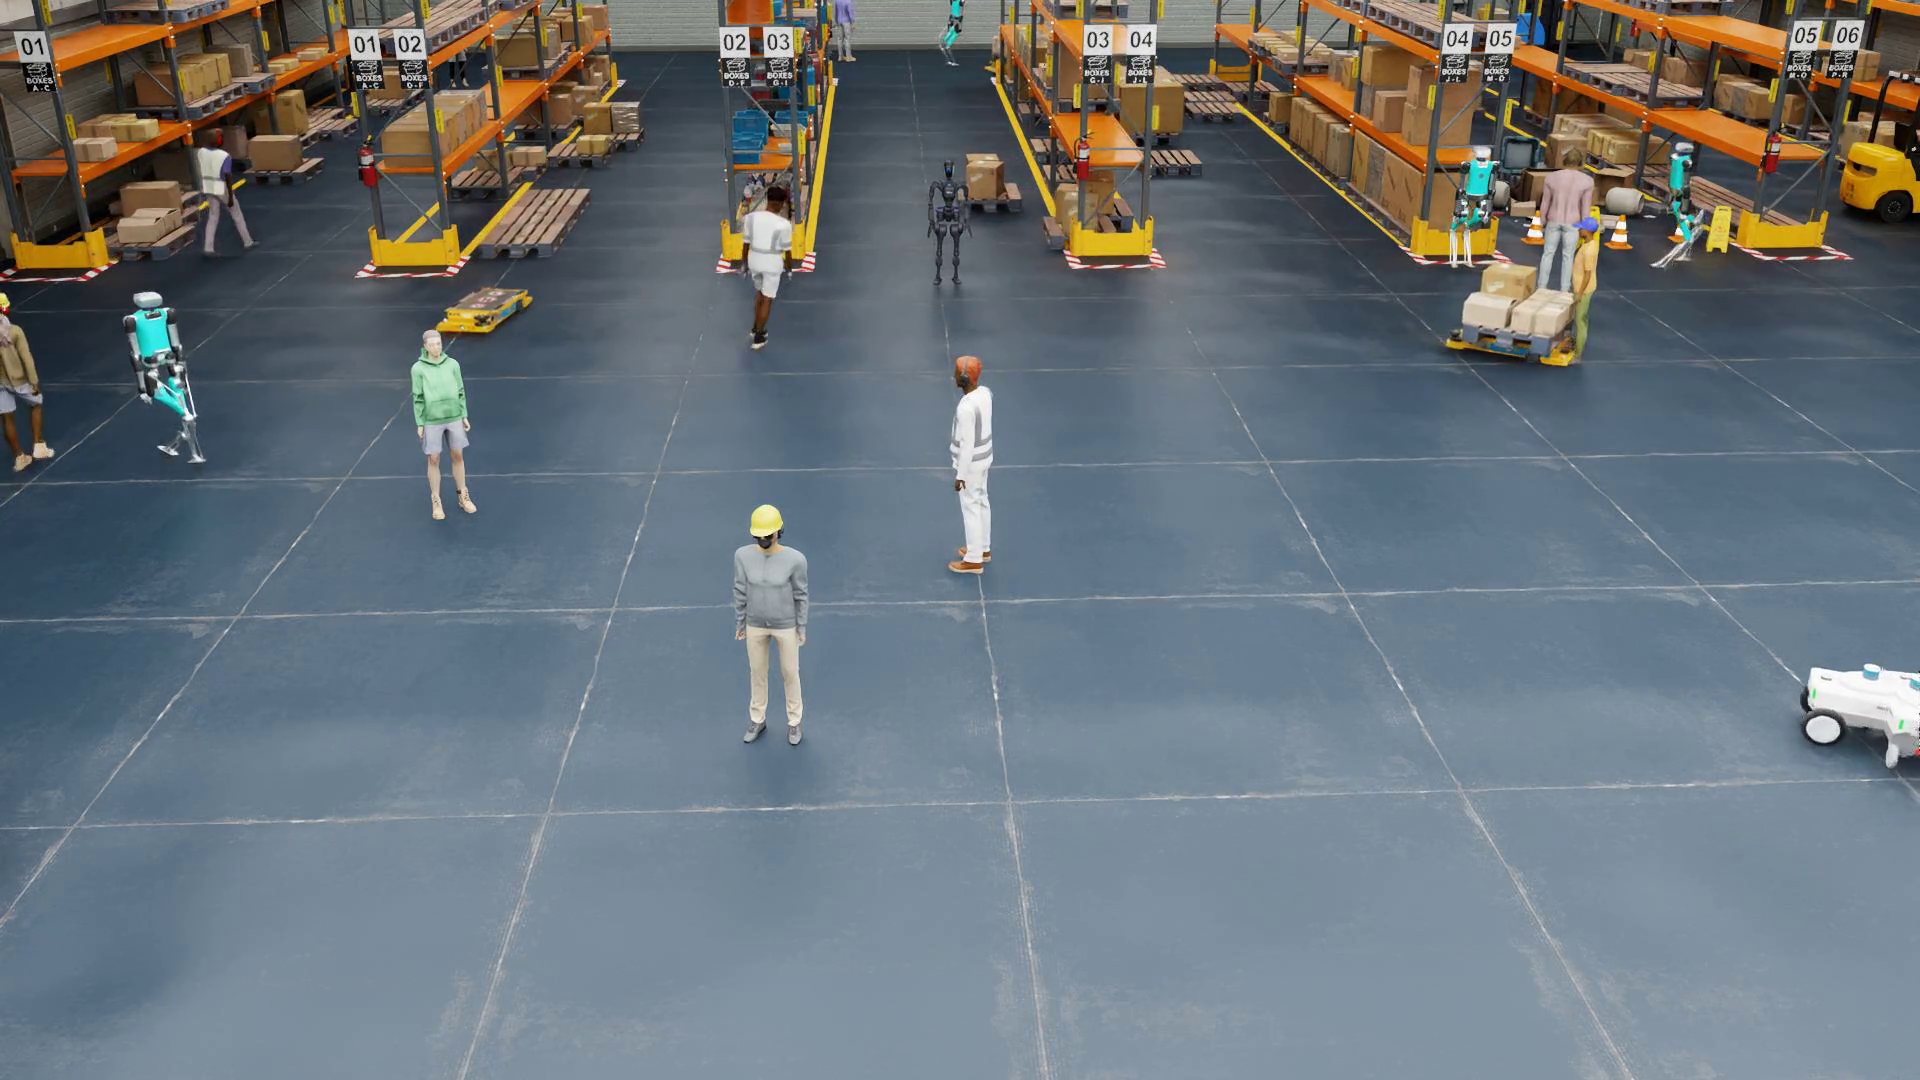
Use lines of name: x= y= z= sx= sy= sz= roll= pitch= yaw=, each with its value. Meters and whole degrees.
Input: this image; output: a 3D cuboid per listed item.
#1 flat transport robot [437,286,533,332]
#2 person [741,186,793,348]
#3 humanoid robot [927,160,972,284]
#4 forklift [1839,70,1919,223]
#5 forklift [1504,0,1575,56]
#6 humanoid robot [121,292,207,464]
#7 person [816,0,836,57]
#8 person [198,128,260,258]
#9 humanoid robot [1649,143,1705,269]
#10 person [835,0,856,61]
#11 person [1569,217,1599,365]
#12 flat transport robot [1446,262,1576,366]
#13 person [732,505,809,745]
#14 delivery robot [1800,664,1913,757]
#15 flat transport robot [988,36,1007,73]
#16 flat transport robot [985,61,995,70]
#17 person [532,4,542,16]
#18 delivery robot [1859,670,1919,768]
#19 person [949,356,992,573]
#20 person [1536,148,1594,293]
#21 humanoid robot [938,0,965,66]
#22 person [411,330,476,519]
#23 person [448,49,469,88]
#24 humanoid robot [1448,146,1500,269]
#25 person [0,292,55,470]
flat transport robot: x=-5.994 y=-2.917 z=21.026 sx=0.659 sy=0.231 sz=1.431 roll=4 pitch=24 yaw=8
person: x=-2.257 y=-3.248 z=19.732 sx=0.659 sy=1.924 sz=0.642 roll=10 pitch=26 yaw=22
humanoid robot: x=-0.141 y=-4.259 z=22.294 sx=0.599 sy=1.657 sz=0.315 roll=-1 pitch=24 yaw=-2
forklift: x=15.132 y=-6.143 z=25.915 sx=2.313 sy=2.155 sz=1.214 roll=-1 pitch=24 yaw=-2
forklift: x=14.700 y=-13.805 z=42.301 sx=1.873 sy=2.768 sz=1.129 roll=-1 pitch=24 yaw=-2
humanoid robot: x=-7.592 y=-1.494 z=16.086 sx=1.052 sy=1.757 sz=0.554 roll=15 pitch=28 yaw=31
person: x=-3.367 y=-12.996 z=41.875 sx=0.519 sy=1.726 sz=0.843 roll=21 pitch=31 yaw=39
person: x=-10.565 y=-4.957 z=23.732 sx=0.571 sy=1.800 sz=0.949 roll=7 pitch=25 yaw=16
humanoid robot: x=10.081 y=-4.606 z=23.039 sx=0.910 sy=1.768 sz=0.542 roll=-1 pitch=24 yaw=-3
person: x=-2.890 y=-12.896 z=41.569 sx=0.604 sy=1.797 sz=0.376 roll=17 pitch=29 yaw=33
person: x=7.120 y=-2.865 z=19.127 sx=0.359 sy=1.718 sz=0.447 roll=8 pitch=25 yaw=18
flat transport robot: x=6.574 y=-2.334 z=19.717 sx=1.431 sy=0.231 sz=0.659 roll=15 pitch=28 yaw=30
person: x=-1.285 y=0.578 z=11.333 sx=0.522 sy=1.768 sz=0.308 roll=3 pitch=24 yaw=7
delivery robot: x=6.264 y=1.137 z=11.535 sx=0.747 sy=0.570 sz=0.499 roll=10 pitch=26 yaw=22
flat transport robot: x=1.450 y=-11.360 z=39.999 sx=1.431 sy=0.231 sz=0.659 roll=-8 pitch=25 yaw=-17
flat transport robot: x=1.356 y=-11.538 z=40.398 sx=1.431 sy=0.231 sz=0.659 roll=-17 pitch=29 yaw=-34
person: x=-10.379 y=-12.653 z=40.945 sx=0.527 sy=1.860 sz=0.389 roll=22 pitch=32 yaw=40
delivery robot: x=6.517 y=1.196 z=11.410 sx=0.499 sy=0.576 sz=0.757 roll=6 pitch=25 yaw=14
person: x=0.094 y=-0.633 z=13.909 sx=0.337 sy=1.881 sz=0.583 roll=8 pitch=25 yaw=17
person: x=7.884 y=-4.135 z=21.734 sx=0.633 sy=1.932 sz=0.374 roll=11 pitch=26 yaw=24
humanoid robot: x=-0.258 y=-12.532 z=40.746 sx=0.703 sy=1.736 sz=0.540 roll=-14 pitch=27 yaw=-28
person: x=-4.684 y=-1.057 z=15.037 sx=0.472 sy=1.743 sz=0.348 roll=-14 pitch=28 yaw=-29
person: x=-11.437 y=-11.131 z=37.726 sx=0.540 sy=1.695 sz=0.316 roll=-17 pitch=29 yaw=-33
humanoid robot: x=6.974 y=-4.582 z=22.804 sx=0.533 sy=1.672 sz=0.735 roll=-1 pitch=24 yaw=-2
person: x=-9.226 y=-1.559 z=16.162 sx=0.565 sy=1.747 sz=0.511 roll=-4 pitch=24 yaw=-9
